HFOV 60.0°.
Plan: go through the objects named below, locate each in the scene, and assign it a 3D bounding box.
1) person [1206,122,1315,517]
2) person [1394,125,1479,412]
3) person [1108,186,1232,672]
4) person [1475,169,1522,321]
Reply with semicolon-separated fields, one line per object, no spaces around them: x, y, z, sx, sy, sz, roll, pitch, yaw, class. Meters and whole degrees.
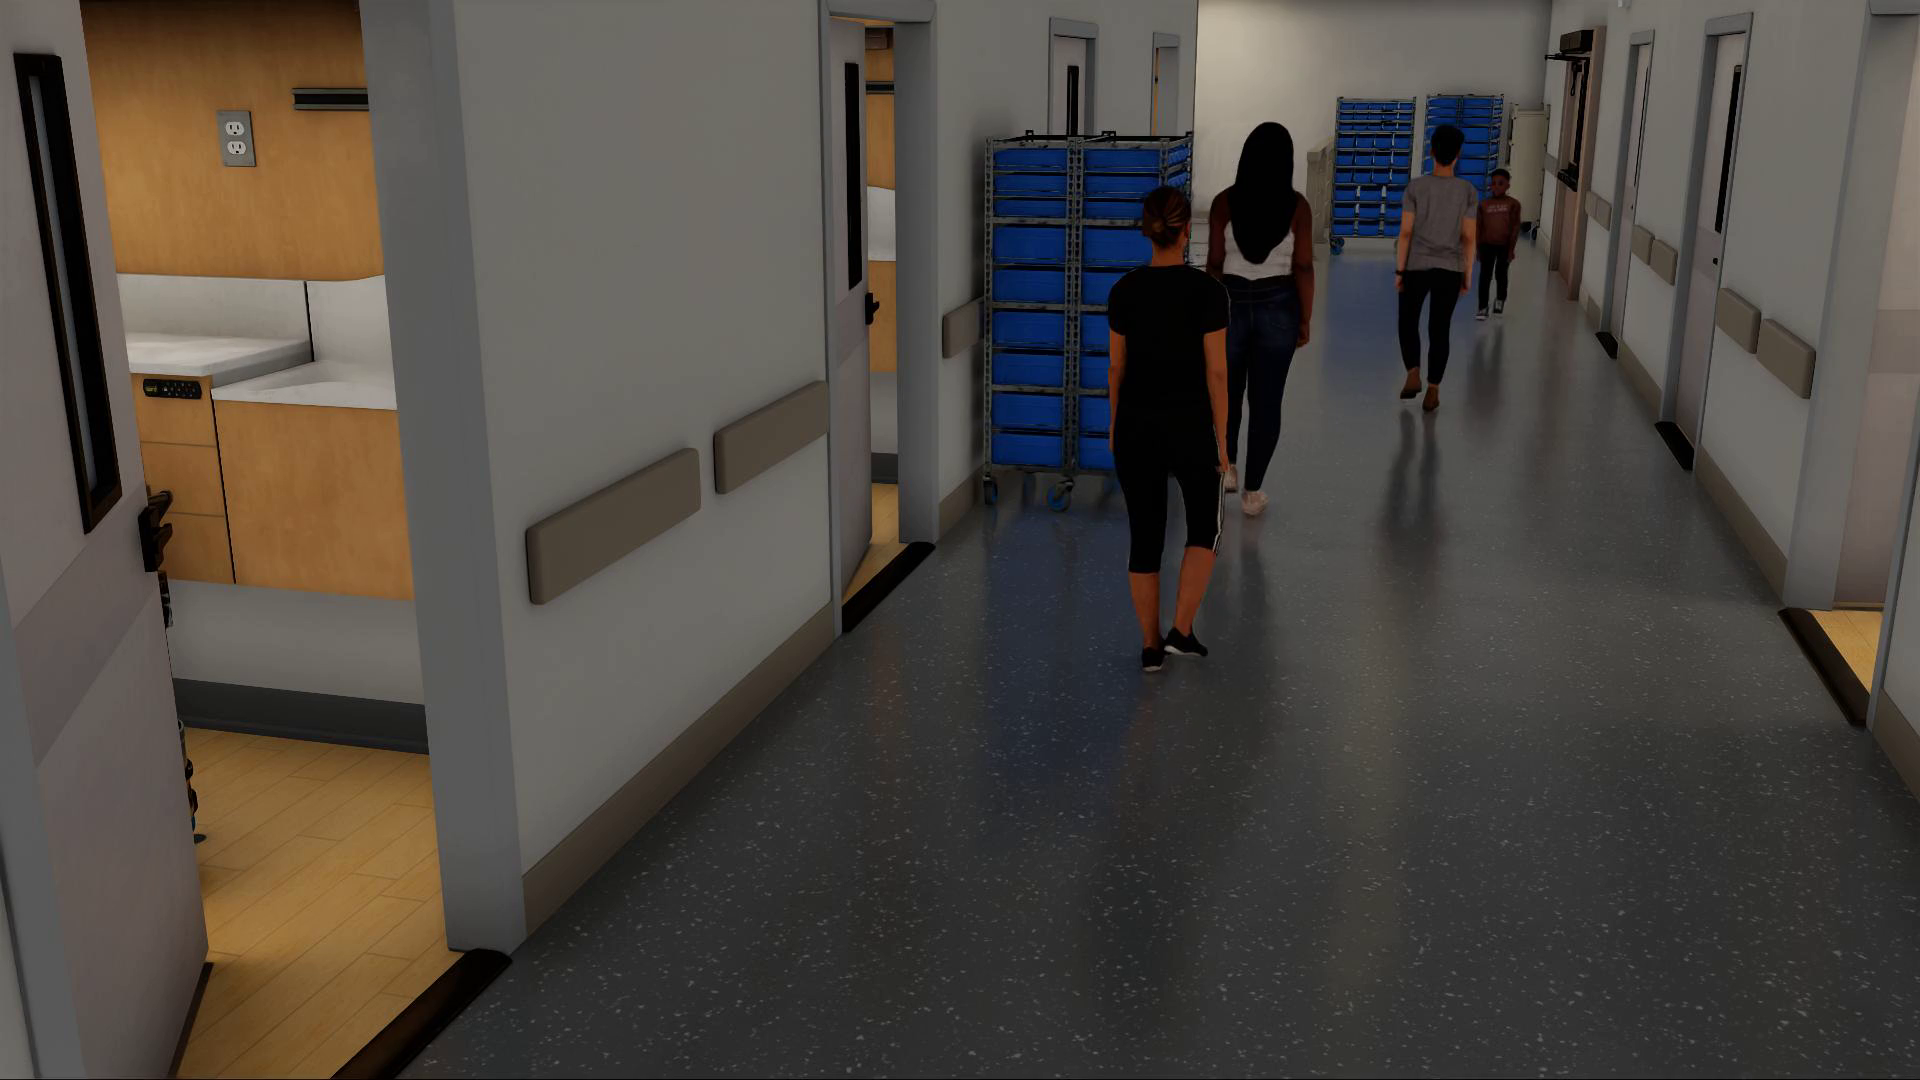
1.344;-0.991;7.673;0.666;1.795;0.658;5;17;18;person
2.865;-1.625;10.078;0.612;1.710;0.578;4;16;13;person
0.680;-0.339;5.609;0.639;1.660;0.591;7;17;23;person
4.515;-2.459;13.920;0.610;1.229;0.926;7;17;23;person
